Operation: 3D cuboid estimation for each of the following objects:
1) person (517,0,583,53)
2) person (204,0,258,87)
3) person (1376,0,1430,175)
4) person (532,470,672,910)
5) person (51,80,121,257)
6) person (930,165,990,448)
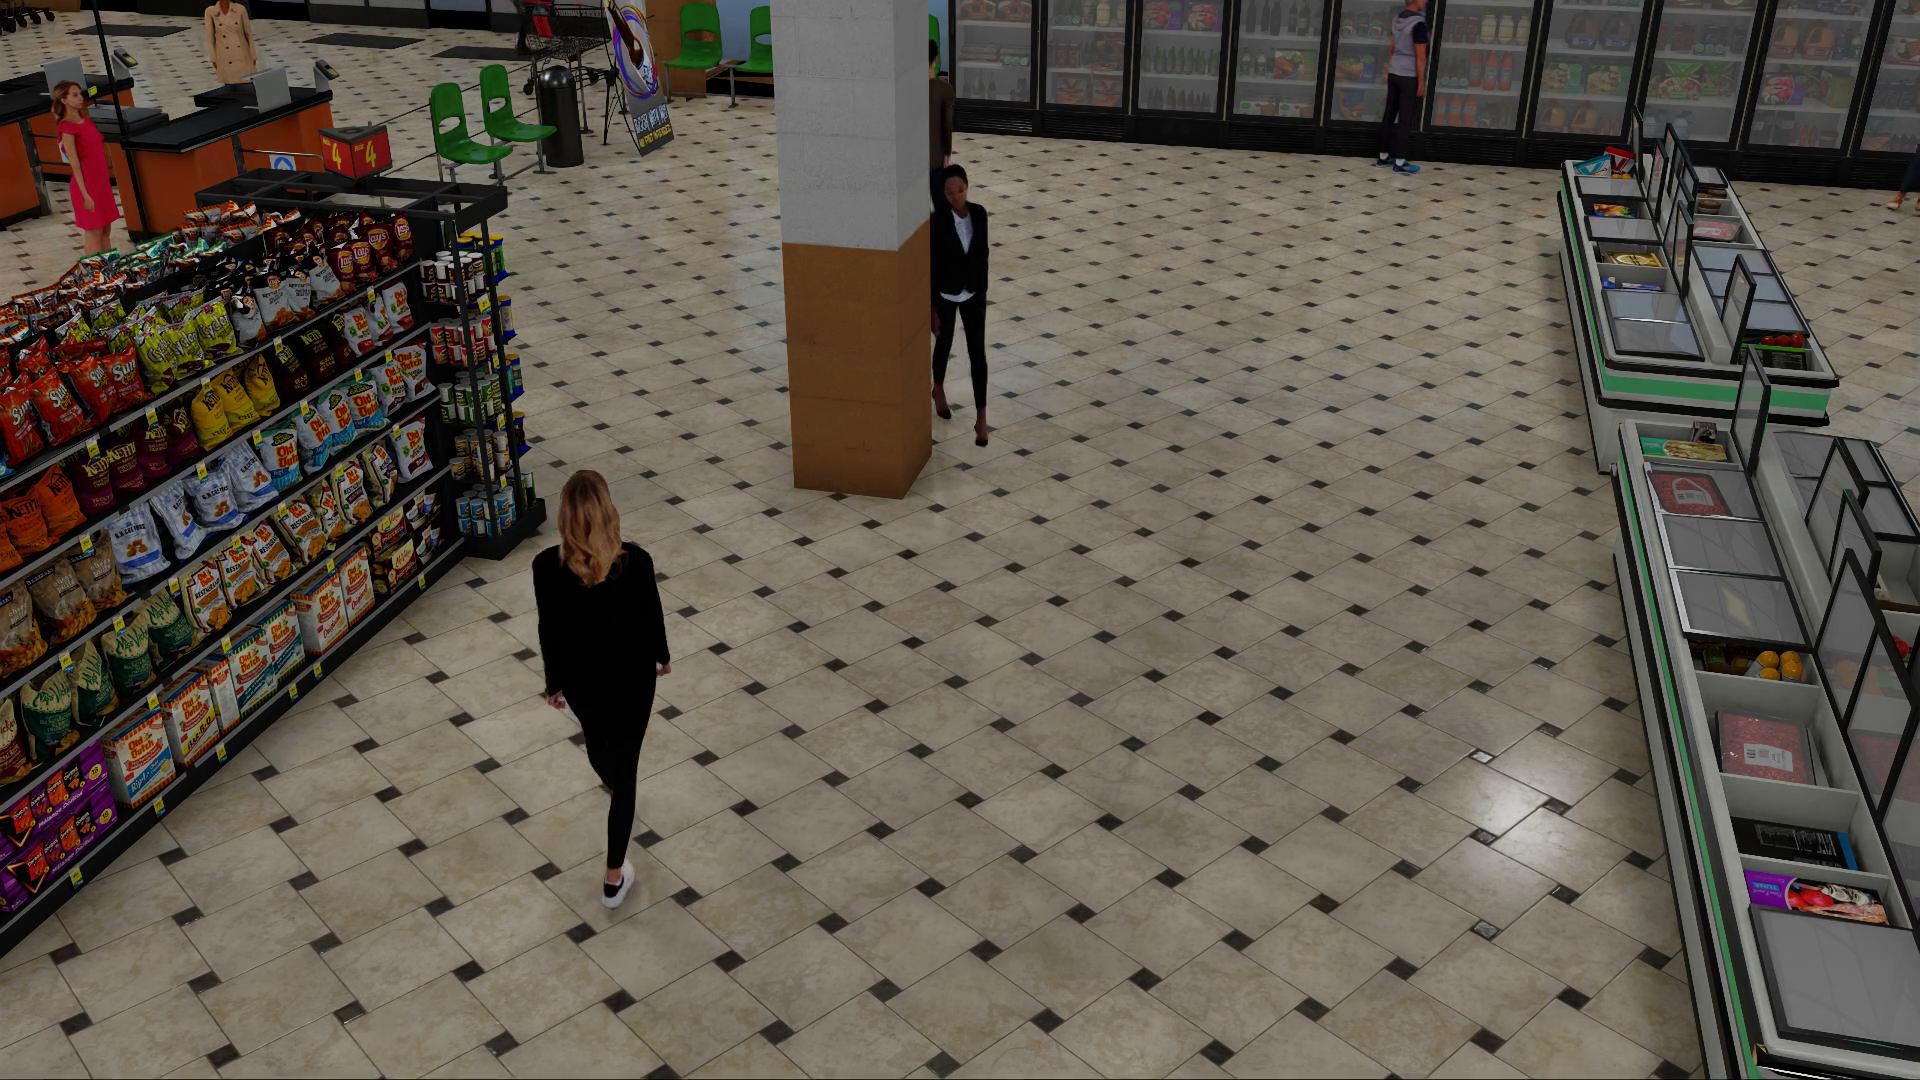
[{"bbox_3d":[-5.735,-7.342,22.223,1.150,1.674,1.144,-12,29,-22],"label":"person"},{"bbox_3d":[-7.872,-5.224,18.036,0.706,1.682,0.732,-11,29,-20],"label":"person"},{"bbox_3d":[4.455,-4.635,16.717,0.831,1.825,0.721,-9,28,-18],"label":"person"},{"bbox_3d":[-1.376,0.626,6.417,0.844,1.759,1.177,-1,27,-2],"label":"person"},{"bbox_3d":[-6.876,-2.763,13.134,0.689,1.729,0.565,-1,27,-1],"label":"person"},{"bbox_3d":[-0.043,-1.522,10.624,1.009,1.785,1.171,-12,29,-22],"label":"person"}]
